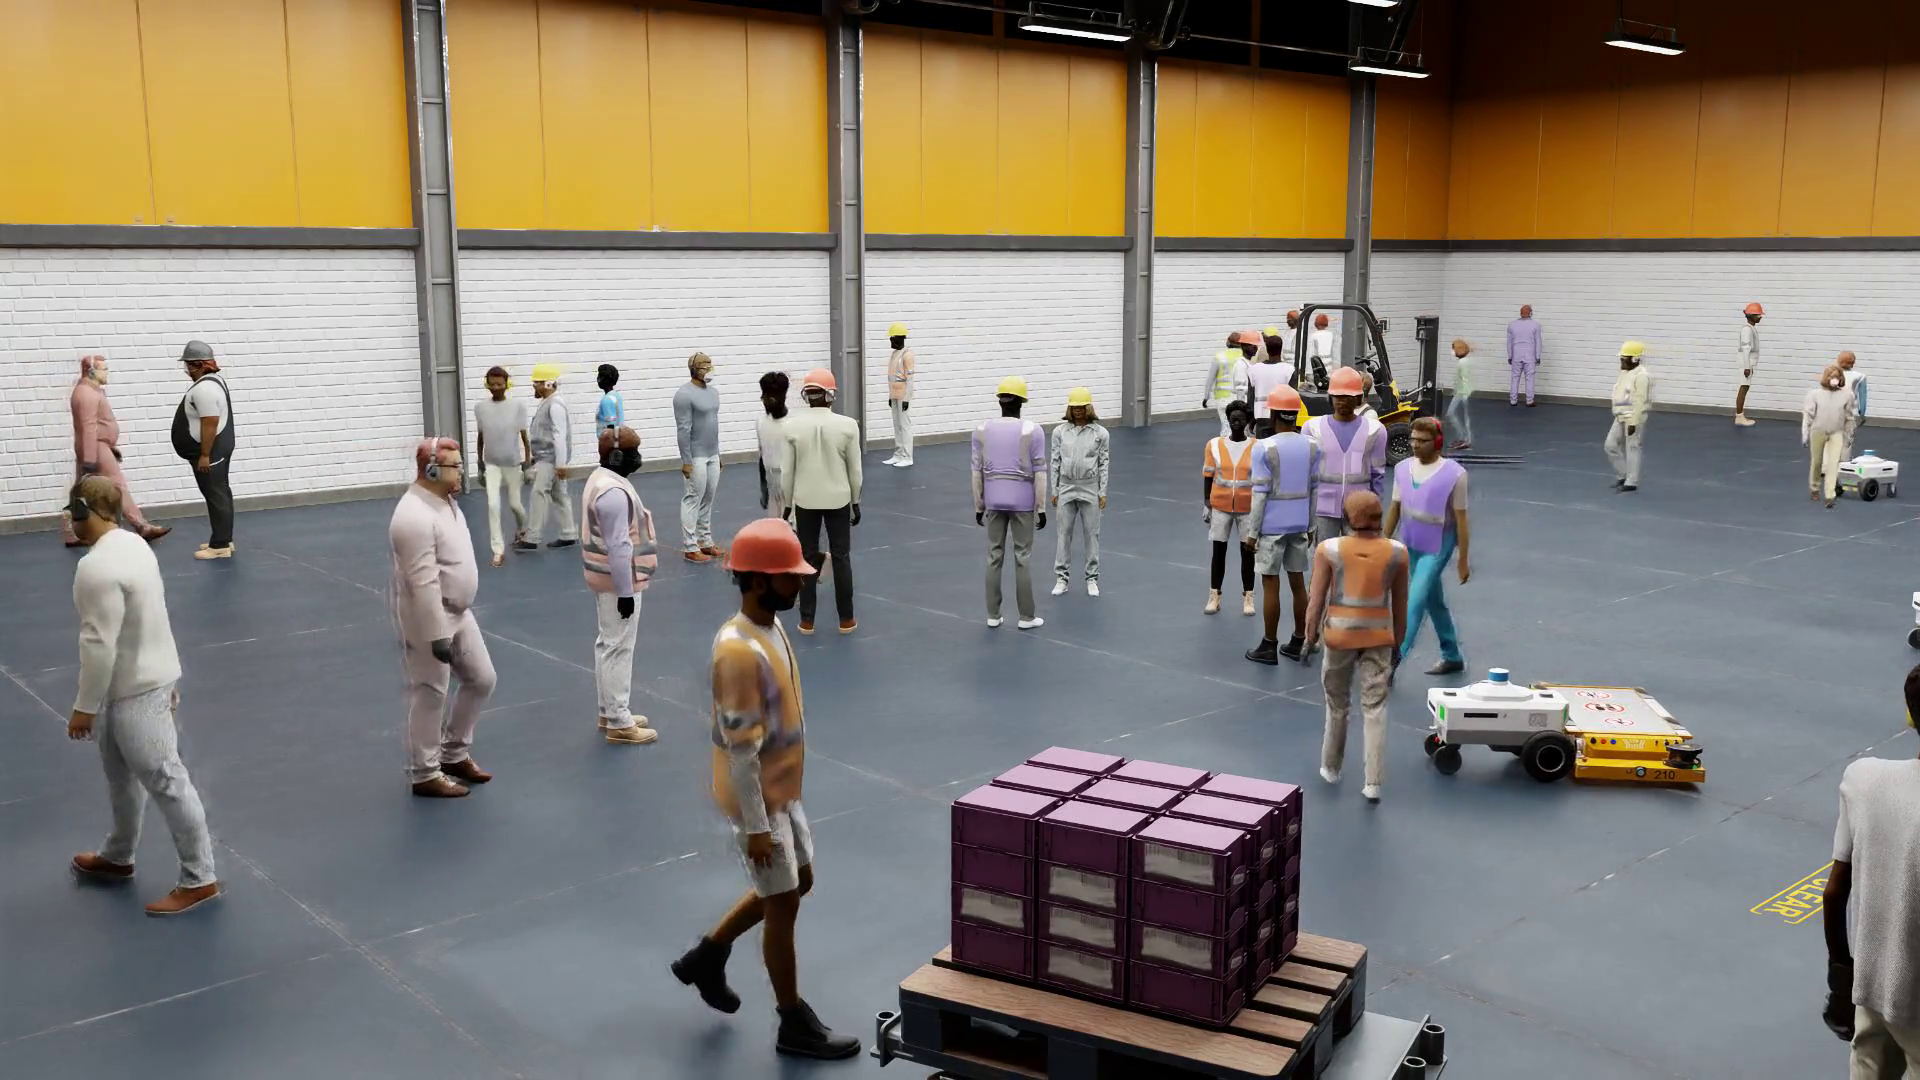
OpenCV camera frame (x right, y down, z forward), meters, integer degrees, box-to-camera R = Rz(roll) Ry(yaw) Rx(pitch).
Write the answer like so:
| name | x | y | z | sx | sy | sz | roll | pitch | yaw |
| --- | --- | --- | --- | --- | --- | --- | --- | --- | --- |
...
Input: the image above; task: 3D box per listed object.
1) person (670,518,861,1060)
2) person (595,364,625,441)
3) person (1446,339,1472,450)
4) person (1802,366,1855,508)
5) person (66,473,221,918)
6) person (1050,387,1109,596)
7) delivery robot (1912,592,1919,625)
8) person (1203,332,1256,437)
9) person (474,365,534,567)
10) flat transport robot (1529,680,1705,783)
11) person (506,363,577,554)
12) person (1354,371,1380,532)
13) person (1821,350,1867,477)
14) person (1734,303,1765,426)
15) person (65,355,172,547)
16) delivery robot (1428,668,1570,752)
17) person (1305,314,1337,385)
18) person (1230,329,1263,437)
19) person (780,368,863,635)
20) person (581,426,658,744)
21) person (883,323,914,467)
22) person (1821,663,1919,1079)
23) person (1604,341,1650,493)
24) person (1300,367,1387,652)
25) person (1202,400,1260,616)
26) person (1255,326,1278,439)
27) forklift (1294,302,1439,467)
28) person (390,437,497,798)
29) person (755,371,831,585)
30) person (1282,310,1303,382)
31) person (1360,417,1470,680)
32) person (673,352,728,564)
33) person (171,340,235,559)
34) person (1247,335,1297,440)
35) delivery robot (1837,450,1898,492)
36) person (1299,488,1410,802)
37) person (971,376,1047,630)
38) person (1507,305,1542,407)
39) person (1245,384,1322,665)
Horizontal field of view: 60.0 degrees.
| name | x | y | z | sx | sy | sz | roll | pitch | yaw |
| --- | --- | --- | --- | --- | --- | --- | --- | --- | --- |
| person | -0.695 | 0.872 | 5.819 | 0.665 | 1.922 | 0.564 | 1 | 10 | 8 |
| person | -3.645 | -0.994 | 17.404 | 0.322 | 1.697 | 0.530 | 0 | 10 | -3 |
| person | 7.240 | -2.101 | 24.121 | 0.471 | 1.616 | 0.526 | 3 | 10 | 16 |
| person | 9.822 | -1.184 | 18.835 | 0.513 | 1.586 | 0.882 | 4 | 10 | 21 |
| person | -3.607 | 0.661 | 7.200 | 0.746 | 1.892 | 0.677 | -3 | 10 | -15 |
| person | 0.987 | -0.399 | 13.793 | 0.487 | 1.744 | 0.296 | 1 | 10 | 8 |
| delivery robot | 7.138 | 0.500 | 11.728 | 0.707 | 0.478 | 0.477 | 2 | 10 | 11 |
| person | 3.702 | -1.932 | 22.688 | 0.690 | 1.788 | 0.932 | -2 | 10 | -14 |
| person | -4.203 | -0.711 | 15.374 | 0.523 | 1.835 | 0.853 | -1 | 10 | -4 |
| flat transport robot | 3.706 | 1.069 | 9.498 | 0.652 | 0.197 | 1.431 | 1 | 10 | 8 |
| person | -4.030 | -0.778 | 15.838 | 0.743 | 1.807 | 0.601 | -3 | 10 | -17 |
| person | 3.380 | -0.516 | 14.174 | 0.347 | 1.847 | 0.505 | -1 | 10 | -8 |
| person | 11.177 | -1.588 | 21.068 | 0.528 | 1.638 | 0.344 | 7 | 12 | 36 |
| person | 13.129 | -2.918 | 27.665 | 0.375 | 2.043 | 0.611 | 5 | 11 | 27 |
| person | -8.267 | -0.860 | 16.154 | 0.964 | 1.863 | 0.646 | -6 | 12 | -33 |
| delivery robot | 2.938 | 0.947 | 9.109 | 0.707 | 0.478 | 0.477 | 1 | 10 | 4 |
| person | 5.933 | -2.821 | 27.630 | 0.597 | 1.854 | 0.785 | -2 | 10 | -14 |
| person | 3.456 | -1.572 | 20.102 | 0.376 | 1.934 | 0.546 | 3 | 10 | 18 |
| person | -1.028 | -0.283 | 12.396 | 0.609 | 1.988 | 0.392 | 0 | 10 | -3 |
| person | -1.973 | 0.254 | 9.684 | 0.429 | 1.841 | 0.633 | -3 | 10 | -18 |
| person | -0.811 | -1.946 | 22.309 | 0.365 | 1.927 | 0.588 | -5 | 11 | -26 |
| person | 2.396 | 1.185 | 4.158 | 0.314 | 1.866 | 0.537 | -3 | 10 | -17 |
| person | 7.901 | -1.448 | 19.700 | 0.459 | 1.816 | 0.623 | 0 | 10 | -1 |
| person | 2.698 | -0.206 | 11.791 | 0.612 | 2.041 | 0.378 | 1 | 10 | 7 |
| person | 2.158 | -0.251 | 13.054 | 0.536 | 1.699 | 0.318 | 3 | 10 | 14 |
| person | 4.644 | -2.335 | 25.066 | 0.312 | 1.768 | 0.524 | -2 | 10 | -13 |
| forklift | 5.320 | -2.157 | 22.763 | 2.313 | 2.155 | 1.214 | 3 | 10 | 16 |
| person | -2.650 | 0.412 | 8.605 | 0.515 | 1.889 | 0.656 | 0 | 10 | 2 |
| person | -1.330 | -0.424 | 13.433 | 0.625 | 1.926 | 0.786 | 8 | 13 | 39 |
| person | 5.742 | -3.022 | 28.740 | 0.354 | 1.884 | 0.573 | -4 | 10 | -20 |
| person | 3.019 | 0.074 | 10.926 | 1.023 | 1.775 | 0.608 | -5 | 11 | -29 |
| person | -2.385 | -0.759 | 15.327 | 0.365 | 1.939 | 0.636 | 4 | 10 | 21 |
| person | -7.072 | -0.848 | 15.548 | 0.536 | 2.000 | 0.683 | -3 | 10 | -15 |
| person | 3.554 | -1.367 | 18.942 | 0.591 | 1.922 | 0.390 | 5 | 11 | 28 |
| delivery robot | 10.565 | -0.804 | 19.363 | 0.707 | 0.478 | 0.477 | -5 | 11 | -26 |
| person | 2.070 | 0.540 | 8.717 | 0.544 | 1.641 | 0.461 | 1 | 10 | 6 |
| person | 0.381 | -0.276 | 12.563 | 0.584 | 1.917 | 0.385 | 4 | 10 | 20 |
| person | 10.570 | -3.444 | 31.143 | 0.641 | 1.909 | 0.409 | 7 | 12 | 34 |
| person | 2.213 | -0.103 | 11.488 | 0.543 | 1.938 | 0.356 | -4 | 11 | -24 |
